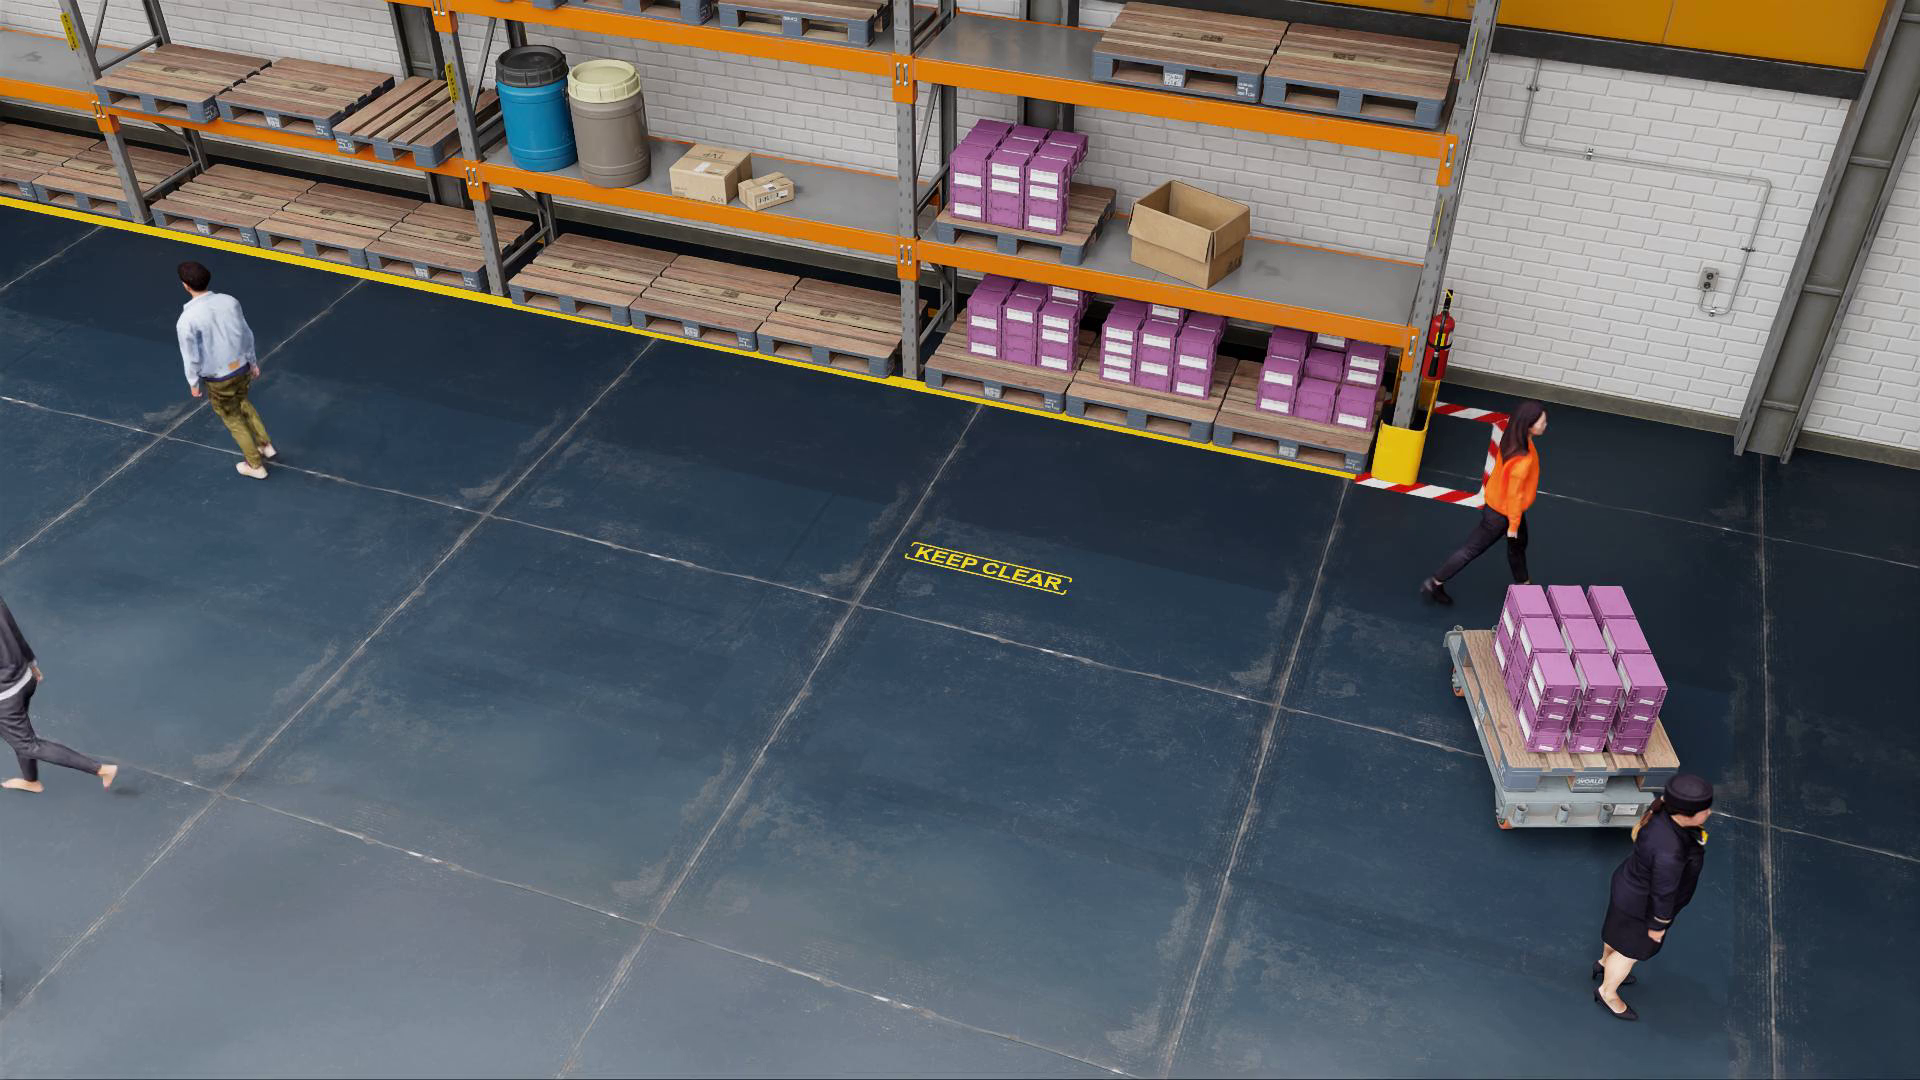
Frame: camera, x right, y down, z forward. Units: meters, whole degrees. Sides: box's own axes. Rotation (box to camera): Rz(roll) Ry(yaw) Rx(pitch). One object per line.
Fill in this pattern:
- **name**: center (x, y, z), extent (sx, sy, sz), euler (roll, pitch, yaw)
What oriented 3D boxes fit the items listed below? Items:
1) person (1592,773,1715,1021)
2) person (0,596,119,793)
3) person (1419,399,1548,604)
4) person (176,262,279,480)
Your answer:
- **person**: center (3.564, 1.834, 8.615), extent (0.616, 1.671, 0.698), euler (11, 40, 14)
- **person**: center (-5.505, 0.872, 9.764), extent (1.090, 1.740, 0.799), euler (2, 39, 2)
- **person**: center (3.535, -0.193, 11.133), extent (1.148, 1.697, 0.721), euler (8, 39, 10)
- **person**: center (-5.394, -1.217, 12.333), extent (0.648, 1.799, 0.698), euler (17, 42, 20)
